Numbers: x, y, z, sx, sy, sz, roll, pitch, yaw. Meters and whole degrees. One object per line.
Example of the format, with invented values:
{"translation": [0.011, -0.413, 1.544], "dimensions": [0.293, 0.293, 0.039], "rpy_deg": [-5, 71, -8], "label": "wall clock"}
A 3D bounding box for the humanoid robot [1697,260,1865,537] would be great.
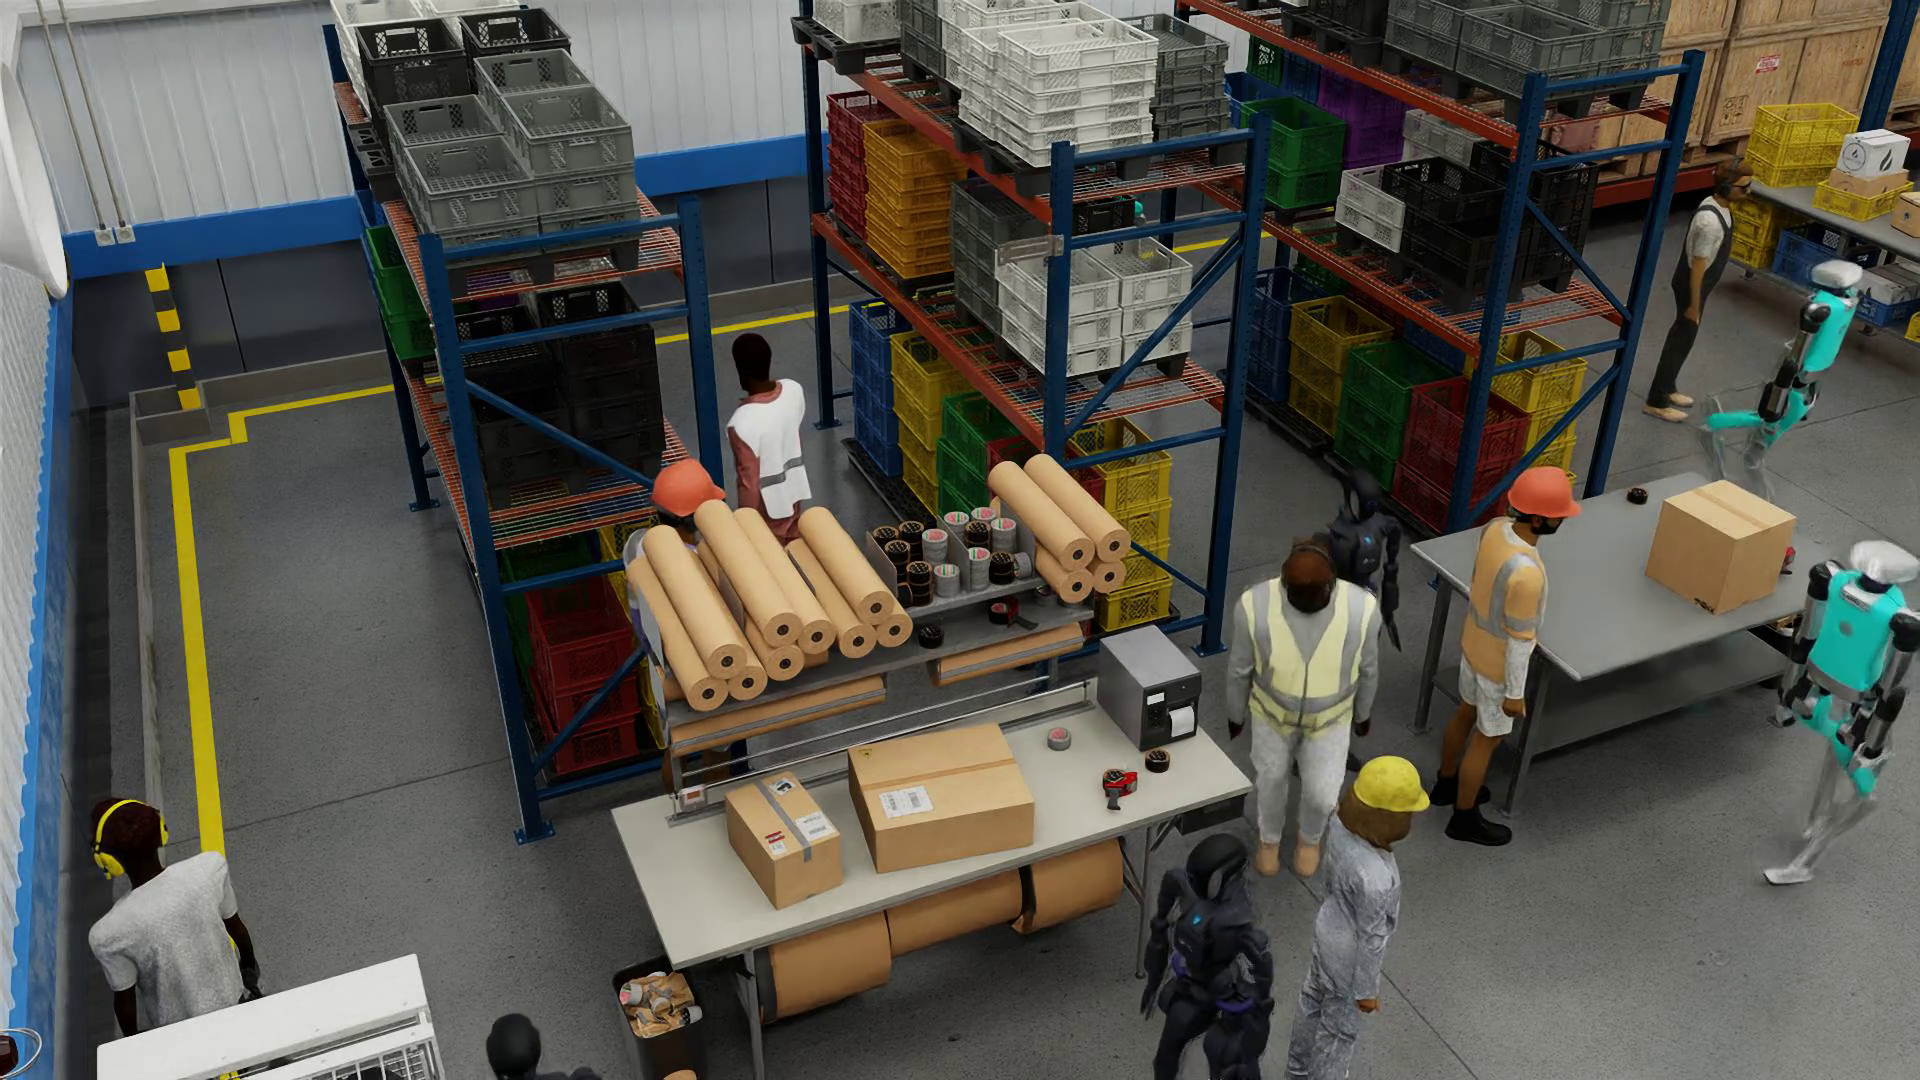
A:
{"translation": [4.855, -0.876, 10.011], "dimensions": [0.543, 1.799, 0.833], "rpy_deg": [-22, 38, -32], "label": "humanoid robot"}

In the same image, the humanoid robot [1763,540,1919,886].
{"translation": [4.034, 0.734, 7.403], "dimensions": [0.788, 1.791, 0.530], "rpy_deg": [-15, 35, -23], "label": "humanoid robot"}

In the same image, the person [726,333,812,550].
{"translation": [-0.988, -0.186, 8.703], "dimensions": [0.400, 1.916, 0.589], "rpy_deg": [14, 34, 22], "label": "person"}

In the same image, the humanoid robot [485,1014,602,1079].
{"translation": [-1.337, 2.122, 5.228], "dimensions": [0.602, 1.630, 0.783], "rpy_deg": [-14, 34, -22], "label": "humanoid robot"}

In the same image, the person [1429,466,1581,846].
{"translation": [2.468, 0.517, 7.540], "dimensions": [0.373, 1.935, 0.549], "rpy_deg": [-1, 32, -1], "label": "person"}

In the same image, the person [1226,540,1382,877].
{"translation": [1.471, 0.757, 7.261], "dimensions": [0.644, 1.818, 0.463], "rpy_deg": [7, 32, 11], "label": "person"}

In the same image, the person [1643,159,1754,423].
{"translation": [4.968, -1.679, 11.206], "dimensions": [0.338, 1.839, 0.505], "rpy_deg": [15, 35, 22], "label": "person"}

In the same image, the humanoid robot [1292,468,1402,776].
{"translation": [1.846, 0.400, 7.974], "dimensions": [0.583, 1.653, 0.330], "rpy_deg": [-13, 34, -20], "label": "humanoid robot"}

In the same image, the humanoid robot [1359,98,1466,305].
{"translation": [3.389, -2.480, 12.641], "dimensions": [1.043, 1.762, 0.547], "rpy_deg": [3, 32, 4], "label": "humanoid robot"}

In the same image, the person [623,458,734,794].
{"translation": [-1.164, 0.556, 7.377], "dimensions": [0.609, 2.042, 0.393], "rpy_deg": [22, 38, 32], "label": "person"}

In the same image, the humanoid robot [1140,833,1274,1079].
{"translation": [0.904, 1.663, 5.931], "dimensions": [0.382, 1.642, 0.590], "rpy_deg": [-24, 39, -33], "label": "humanoid robot"}

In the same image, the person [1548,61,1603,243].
{"translation": [5.060, -3.190, 13.733], "dimensions": [0.524, 1.761, 0.335], "rpy_deg": [-16, 35, -23], "label": "person"}

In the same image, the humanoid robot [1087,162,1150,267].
{"translation": [1.255, -2.967, 13.265], "dimensions": [0.735, 1.673, 0.533], "rpy_deg": [-5, 32, -8], "label": "humanoid robot"}

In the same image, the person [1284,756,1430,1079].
{"translation": [1.460, 1.497, 6.133], "dimensions": [0.322, 1.740, 0.492], "rpy_deg": [-2, 32, -3], "label": "person"}

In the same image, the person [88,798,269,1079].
{"translation": [-2.668, 1.638, 5.799], "dimensions": [0.339, 1.857, 0.517], "rpy_deg": [21, 37, 30], "label": "person"}
